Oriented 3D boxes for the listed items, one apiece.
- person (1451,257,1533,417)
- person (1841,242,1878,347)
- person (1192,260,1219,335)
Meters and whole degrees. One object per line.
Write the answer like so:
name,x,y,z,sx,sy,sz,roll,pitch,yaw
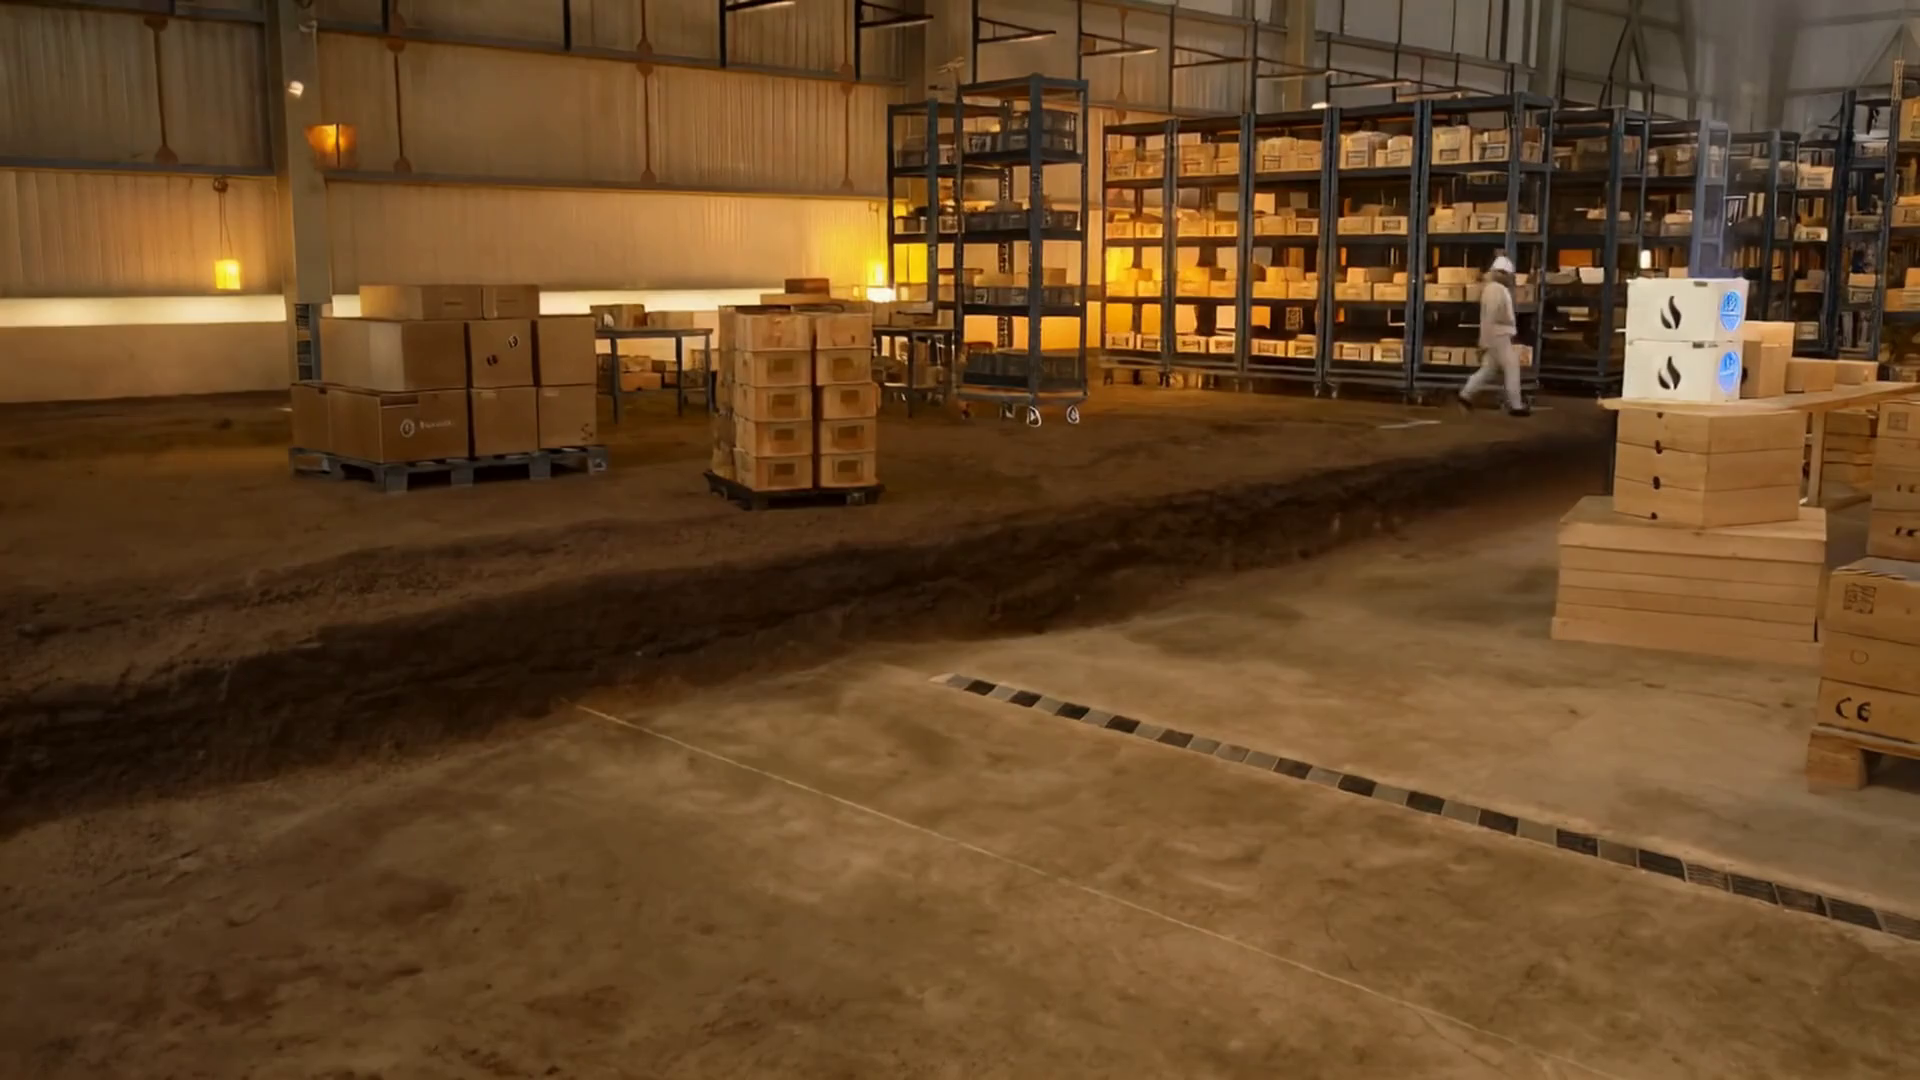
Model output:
person,5.952,-2.259,18.526,0.844,1.770,0.577,3,10,18
person,11.162,-2.721,20.632,0.375,1.995,0.609,-1,10,-7
person,4.296,-3.948,28.643,0.996,1.784,0.572,-9,13,-43
